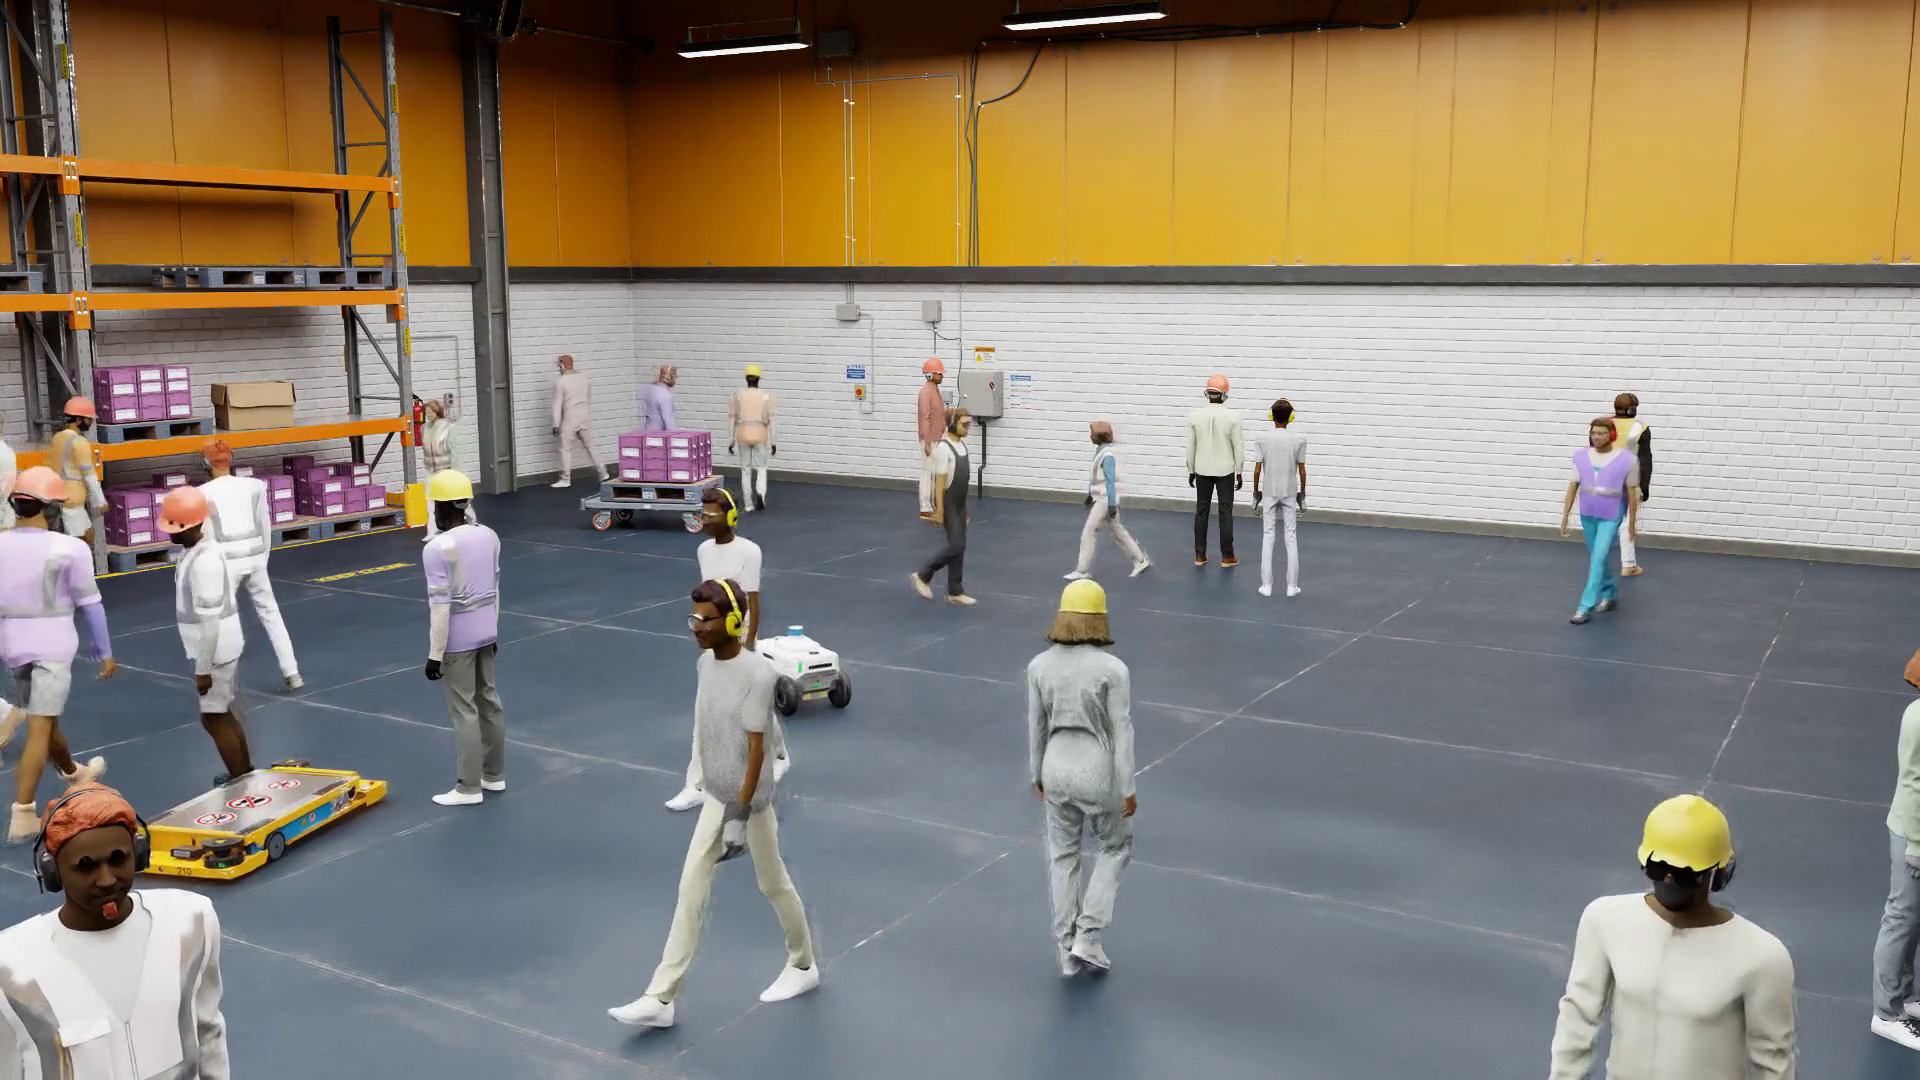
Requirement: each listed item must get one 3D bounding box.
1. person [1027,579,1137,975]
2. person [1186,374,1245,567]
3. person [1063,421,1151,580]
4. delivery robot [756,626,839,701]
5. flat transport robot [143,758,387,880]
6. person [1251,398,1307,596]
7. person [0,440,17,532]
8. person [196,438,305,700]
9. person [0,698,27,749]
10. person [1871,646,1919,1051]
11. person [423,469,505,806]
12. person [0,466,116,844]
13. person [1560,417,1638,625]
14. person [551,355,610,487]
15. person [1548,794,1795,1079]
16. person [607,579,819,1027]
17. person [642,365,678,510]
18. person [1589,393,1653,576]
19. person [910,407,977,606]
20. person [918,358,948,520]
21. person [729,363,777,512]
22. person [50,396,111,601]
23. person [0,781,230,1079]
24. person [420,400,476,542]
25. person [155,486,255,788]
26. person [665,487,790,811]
[{"bbox_3d":[0.535,1.026,7.184,0.531,1.722,0.351,5,11,31],"label":"person"},{"bbox_3d":[2.648,-0.715,17.224,0.608,1.995,0.377,4,10,23],"label":"person"},{"bbox_3d":[1.486,-0.395,16.461,0.846,1.594,0.500,0,9,1],"label":"person"},{"bbox_3d":[-1.146,0.846,11.672,0.477,0.478,0.707,-6,11,-32],"label":"delivery robot"},{"bbox_3d":[-3.765,1.472,8.938,0.652,0.197,1.431,2,9,12],"label":"flat transport robot"},{"bbox_3d":[3.000,-0.399,15.657,0.517,1.868,0.334,2,9,11],"label":"person"},{"bbox_3d":[-8.139,-0.172,14.049,0.639,1.926,0.598,4,10,23],"label":"person"},{"bbox_3d":[-5.099,0.215,11.819,0.775,1.870,0.530,-9,13,-43],"label":"person"},{"bbox_3d":[-6.004,0.508,10.123,0.643,1.829,0.532,5,10,28],"label":"person"},{"bbox_3d":[3.827,1.172,6.572,0.279,1.634,0.498,8,12,42],"label":"person"},{"bbox_3d":[-2.847,0.558,9.492,0.385,1.928,0.589,4,10,21],"label":"person"},{"bbox_3d":[-5.007,0.588,9.135,0.625,1.977,1.091,0,9,2],"label":"person"},{"bbox_3d":[5.630,-0.193,14.620,0.980,1.797,0.585,-8,12,-42],"label":"person"},{"bbox_3d":[-5.431,-1.684,23.665,0.545,1.878,0.858,7,11,37],"label":"person"},{"bbox_3d":[1.784,1.496,4.254,0.851,1.733,0.537,-9,13,-44],"label":"person"},{"bbox_3d":[-0.952,1.061,6.702,0.513,1.821,0.976,8,12,42],"label":"person"},{"bbox_3d":[-3.771,-1.318,21.405,0.811,1.863,0.734,-4,10,-26],"label":"person"},{"bbox_3d":[6.663,-0.565,16.776,0.429,1.840,0.630,-9,13,-43],"label":"person"},{"bbox_3d":[-0.120,-0.302,15.155,0.506,1.834,0.509,3,10,21],"label":"person"},{"bbox_3d":[-0.335,-1.252,20.575,0.385,1.993,0.623,2,9,12],"label":"person"},{"bbox_3d":[-2.624,-1.283,21.049,0.609,1.906,0.531,0,9,-3],"label":"person"},{"bbox_3d":[-8.160,-0.375,15.403,0.545,1.899,0.616,8,12,43],"label":"person"},{"bbox_3d":[-1.970,1.478,3.881,0.337,1.882,0.585,8,12,40],"label":"person"},{"bbox_3d":[-5.899,-0.815,19.049,0.517,1.605,0.766,3,10,19],"label":"person"},{"bbox_3d":[-4.189,0.610,9.296,0.494,1.886,0.679,-5,10,-27],"label":"person"},{"bbox_3d":[-1.304,0.595,9.608,0.540,1.831,0.962,6,11,32],"label":"person"}]
